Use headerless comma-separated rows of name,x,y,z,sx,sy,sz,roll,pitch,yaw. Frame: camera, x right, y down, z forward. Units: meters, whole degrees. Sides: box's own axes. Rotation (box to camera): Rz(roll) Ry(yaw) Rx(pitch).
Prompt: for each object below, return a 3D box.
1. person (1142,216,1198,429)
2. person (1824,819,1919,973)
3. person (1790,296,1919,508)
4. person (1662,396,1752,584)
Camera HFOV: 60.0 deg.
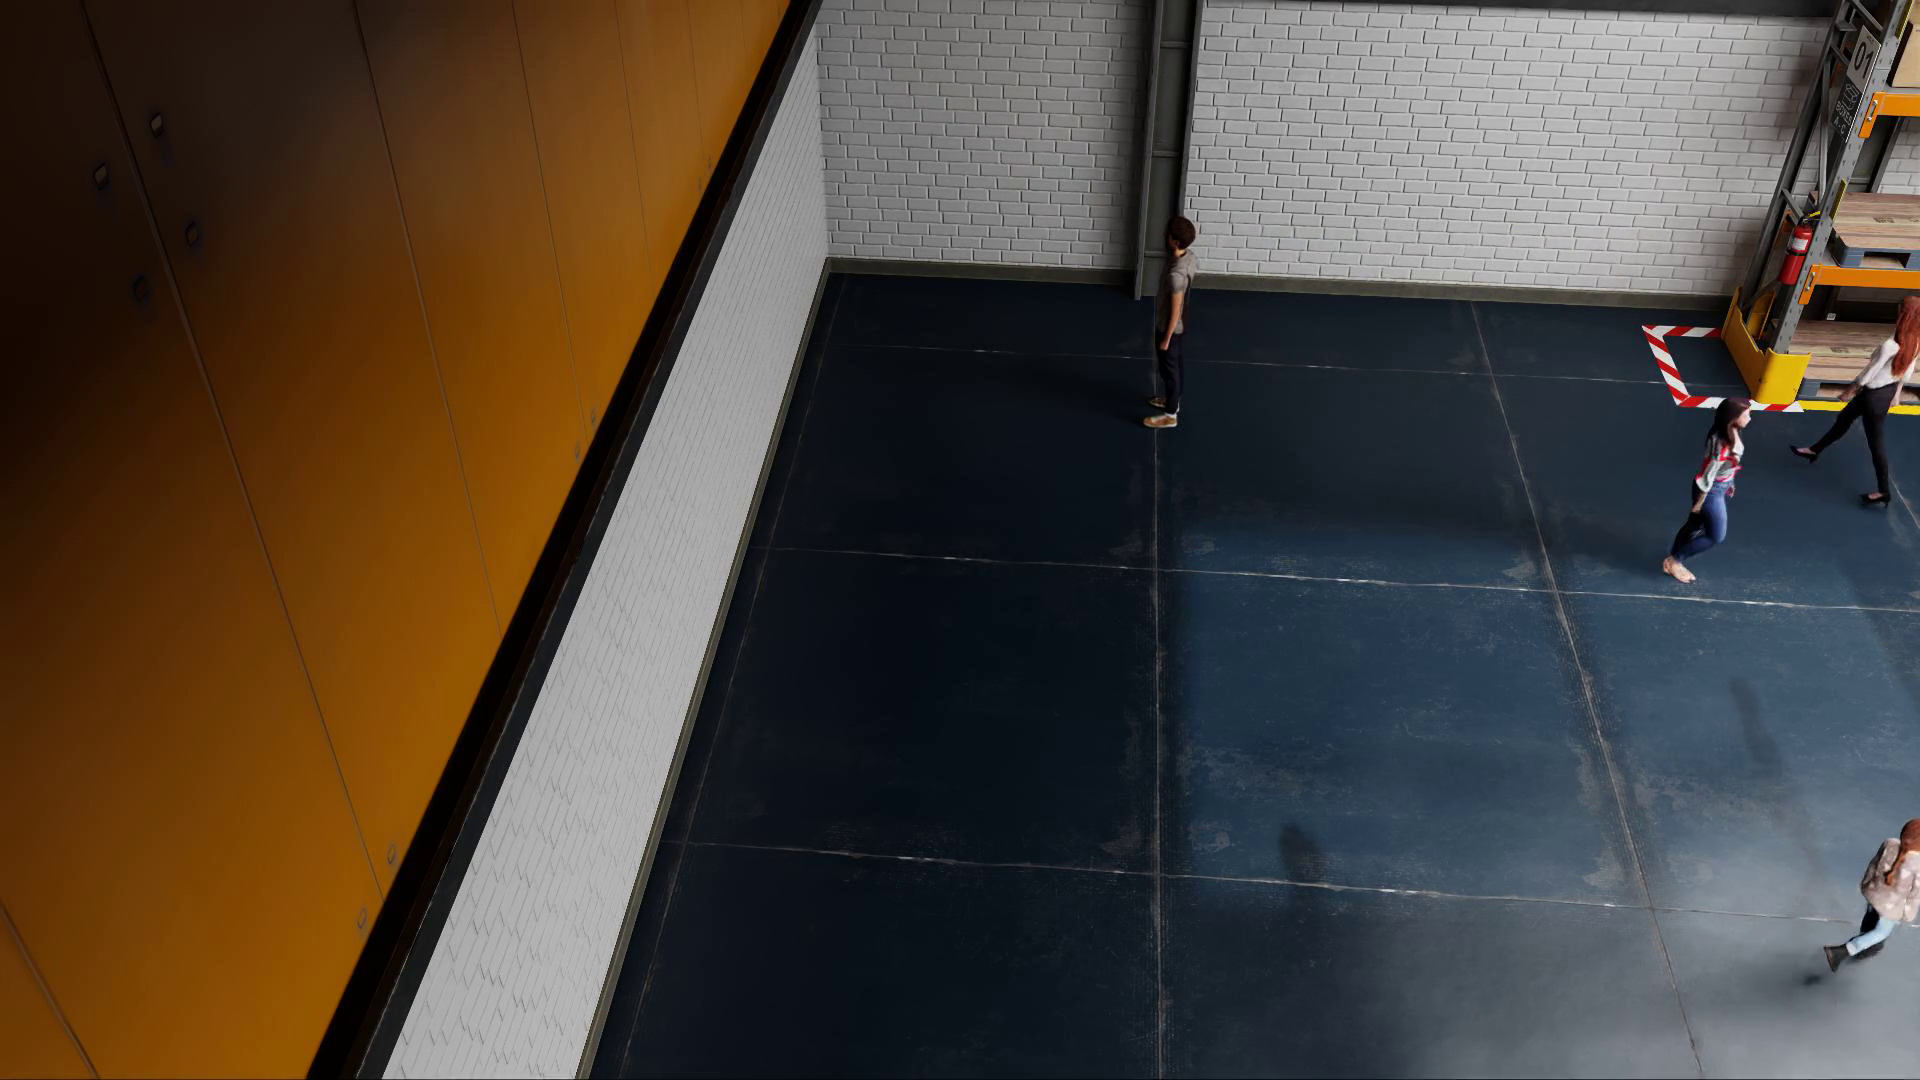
person,1.754,-1.794,13.720,0.608,1.894,0.697,10,40,12
person,5.264,2.043,9.485,0.815,1.185,0.653,-12,40,-15
person,7.180,-1.030,12.915,1.123,1.705,1.147,-25,45,-28
person,5.414,-0.377,12.180,0.689,1.602,0.680,19,42,22
